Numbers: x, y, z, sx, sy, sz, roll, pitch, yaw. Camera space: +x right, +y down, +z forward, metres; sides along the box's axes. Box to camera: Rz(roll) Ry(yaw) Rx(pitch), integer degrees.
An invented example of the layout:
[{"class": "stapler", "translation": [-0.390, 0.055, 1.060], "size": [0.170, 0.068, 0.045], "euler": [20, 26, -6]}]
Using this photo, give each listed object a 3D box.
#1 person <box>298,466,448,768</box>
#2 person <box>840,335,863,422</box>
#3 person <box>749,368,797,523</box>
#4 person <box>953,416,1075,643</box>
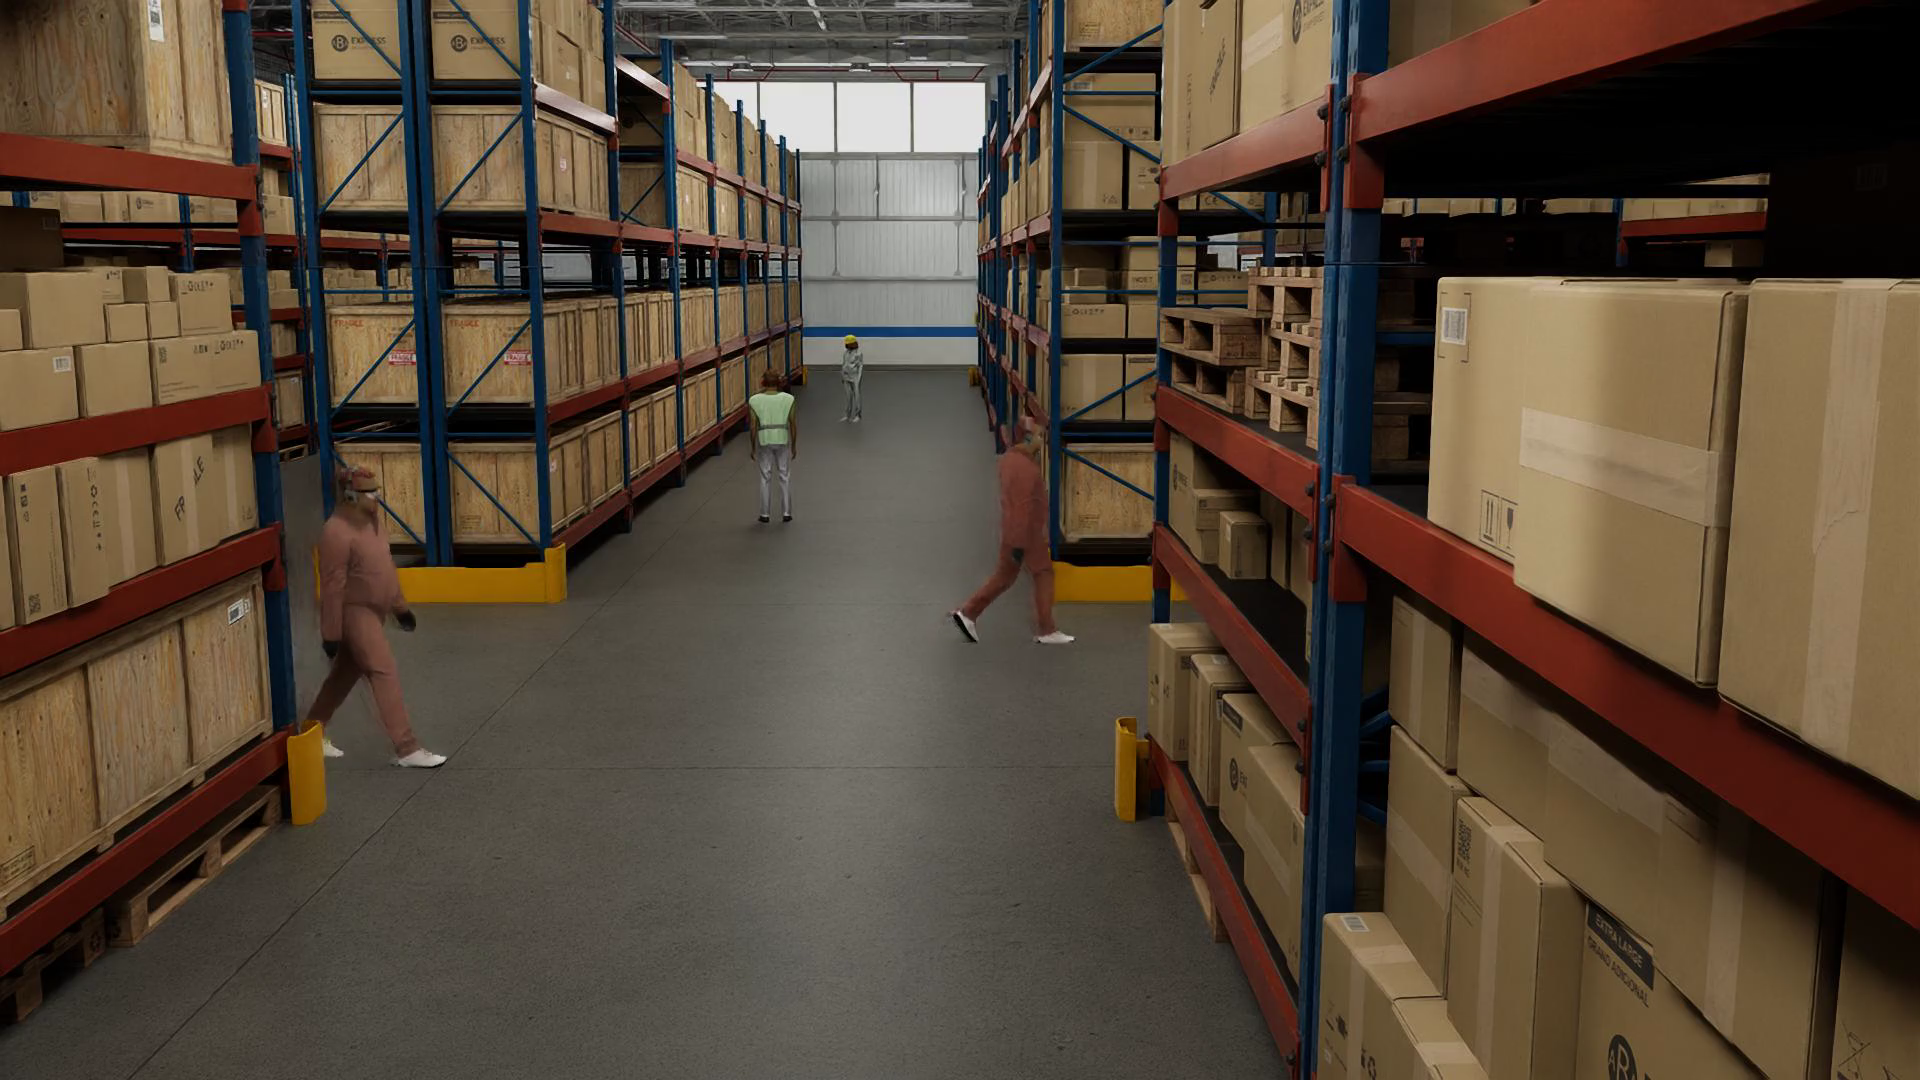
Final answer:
[{"class": "person", "translation": [-3.676, 0.466, 10.146], "size": [0.999, 1.861, 0.652], "euler": [0, 9, -1]}, {"class": "person", "translation": [-2.155, -3.206, 33.013], "size": [0.484, 1.736, 0.310], "euler": [6, 11, 34]}, {"class": "person", "translation": [-2.235, -1.124, 19.899], "size": [0.565, 1.850, 0.390], "euler": [-2, 10, -13]}, {"class": "person", "translation": [0.437, -0.072, 13.409], "size": [0.910, 1.868, 0.632], "euler": [-2, 10, -14]}]
